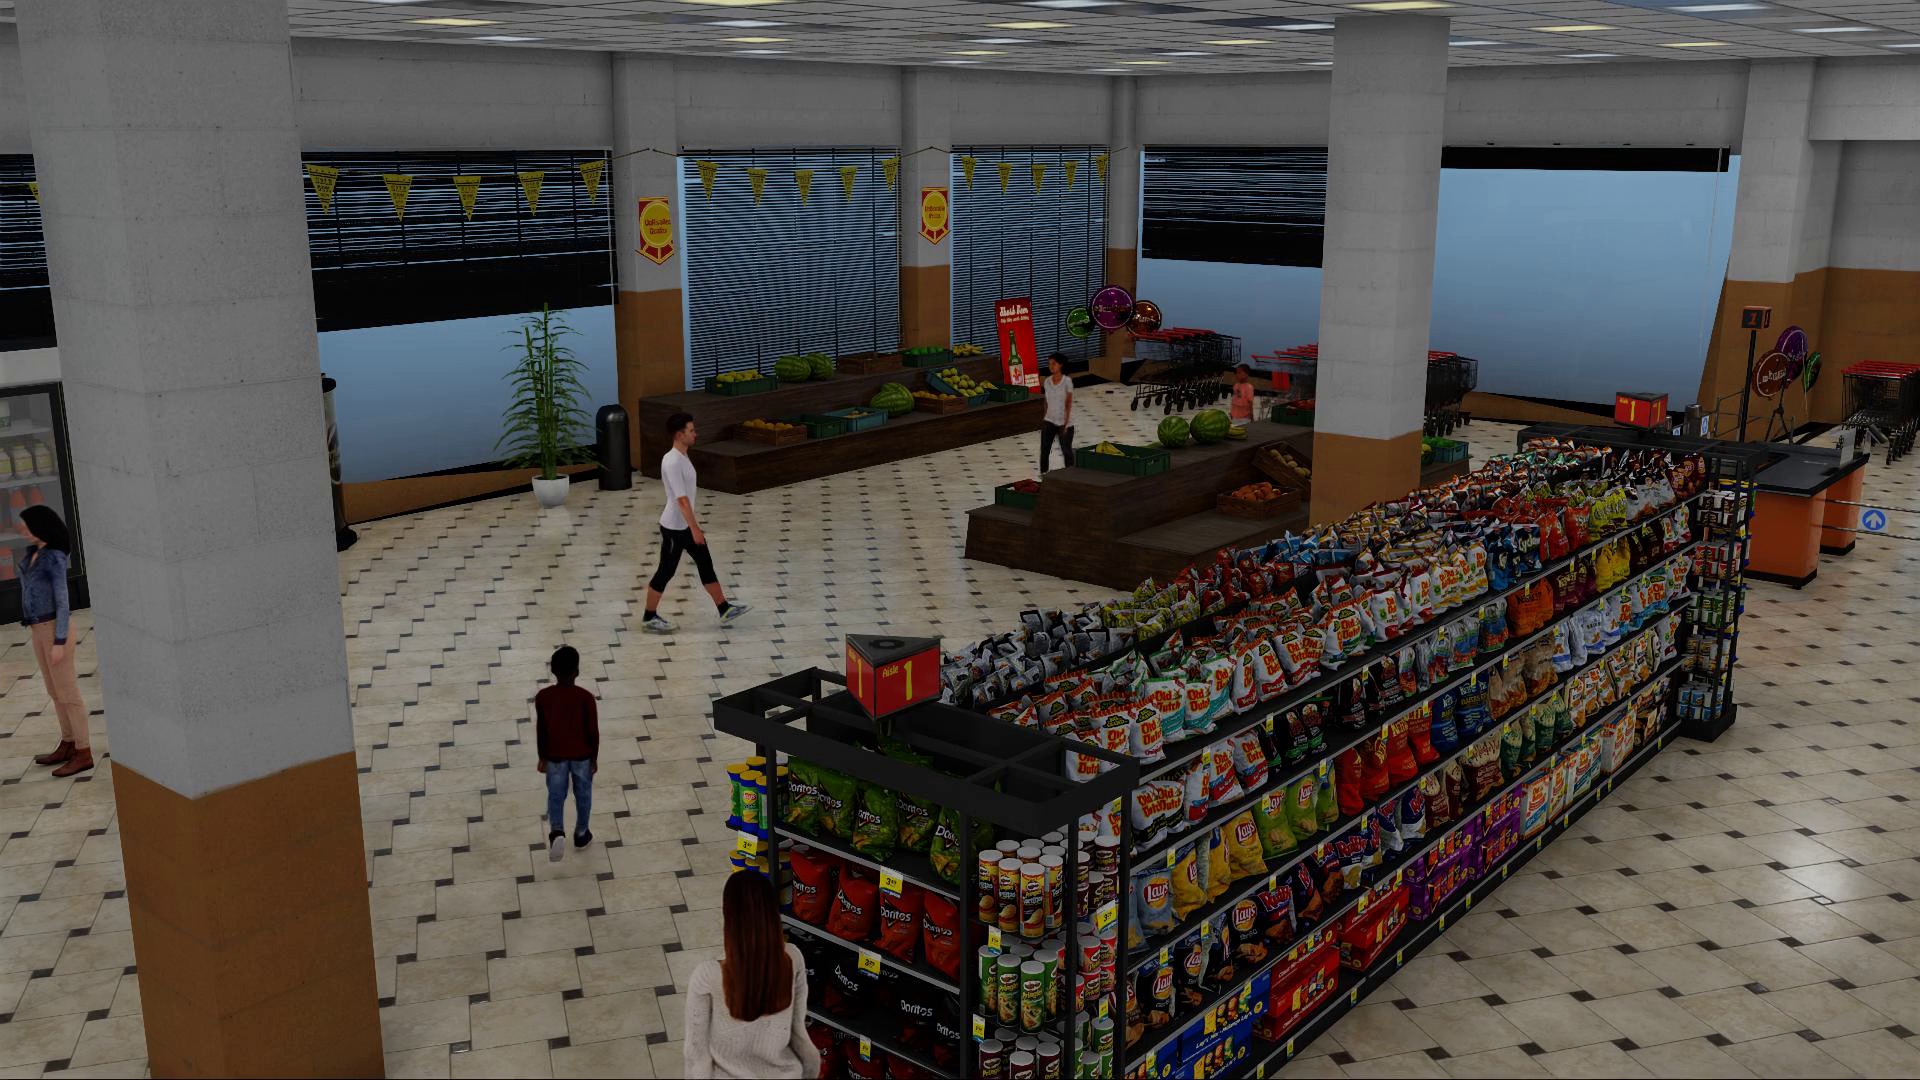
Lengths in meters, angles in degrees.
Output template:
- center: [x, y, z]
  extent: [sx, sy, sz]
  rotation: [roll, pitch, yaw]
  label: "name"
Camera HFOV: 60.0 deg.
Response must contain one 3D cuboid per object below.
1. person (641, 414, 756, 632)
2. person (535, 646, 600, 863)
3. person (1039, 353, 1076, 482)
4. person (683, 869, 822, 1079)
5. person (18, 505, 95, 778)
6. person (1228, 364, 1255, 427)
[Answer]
- center: [-2.412, -0.109, 13.732]
  extent: [1.182, 1.811, 1.212]
  rotation: [1, 14, 4]
  label: "person"
- center: [-2.233, 1.226, 9.433]
  extent: [0.760, 1.242, 0.816]
  rotation: [-1, 14, -5]
  label: "person"
- center: [1.210, -1.360, 19.290]
  extent: [0.600, 1.620, 0.812]
  rotation: [9, 16, 33]
  label: "person"
- center: [-0.697, 1.916, 5.631]
  extent: [0.605, 1.693, 0.743]
  rotation: [-8, 16, -29]
  label: "person"
- center: [-5.848, 0.640, 10.744]
  extent: [0.596, 1.763, 0.627]
  rotation: [-13, 19, -42]
  label: "person"
- center: [3.569, -1.540, 20.713]
  extent: [0.702, 1.300, 0.624]
  rotation: [-7, 15, -27]
  label: "person"
